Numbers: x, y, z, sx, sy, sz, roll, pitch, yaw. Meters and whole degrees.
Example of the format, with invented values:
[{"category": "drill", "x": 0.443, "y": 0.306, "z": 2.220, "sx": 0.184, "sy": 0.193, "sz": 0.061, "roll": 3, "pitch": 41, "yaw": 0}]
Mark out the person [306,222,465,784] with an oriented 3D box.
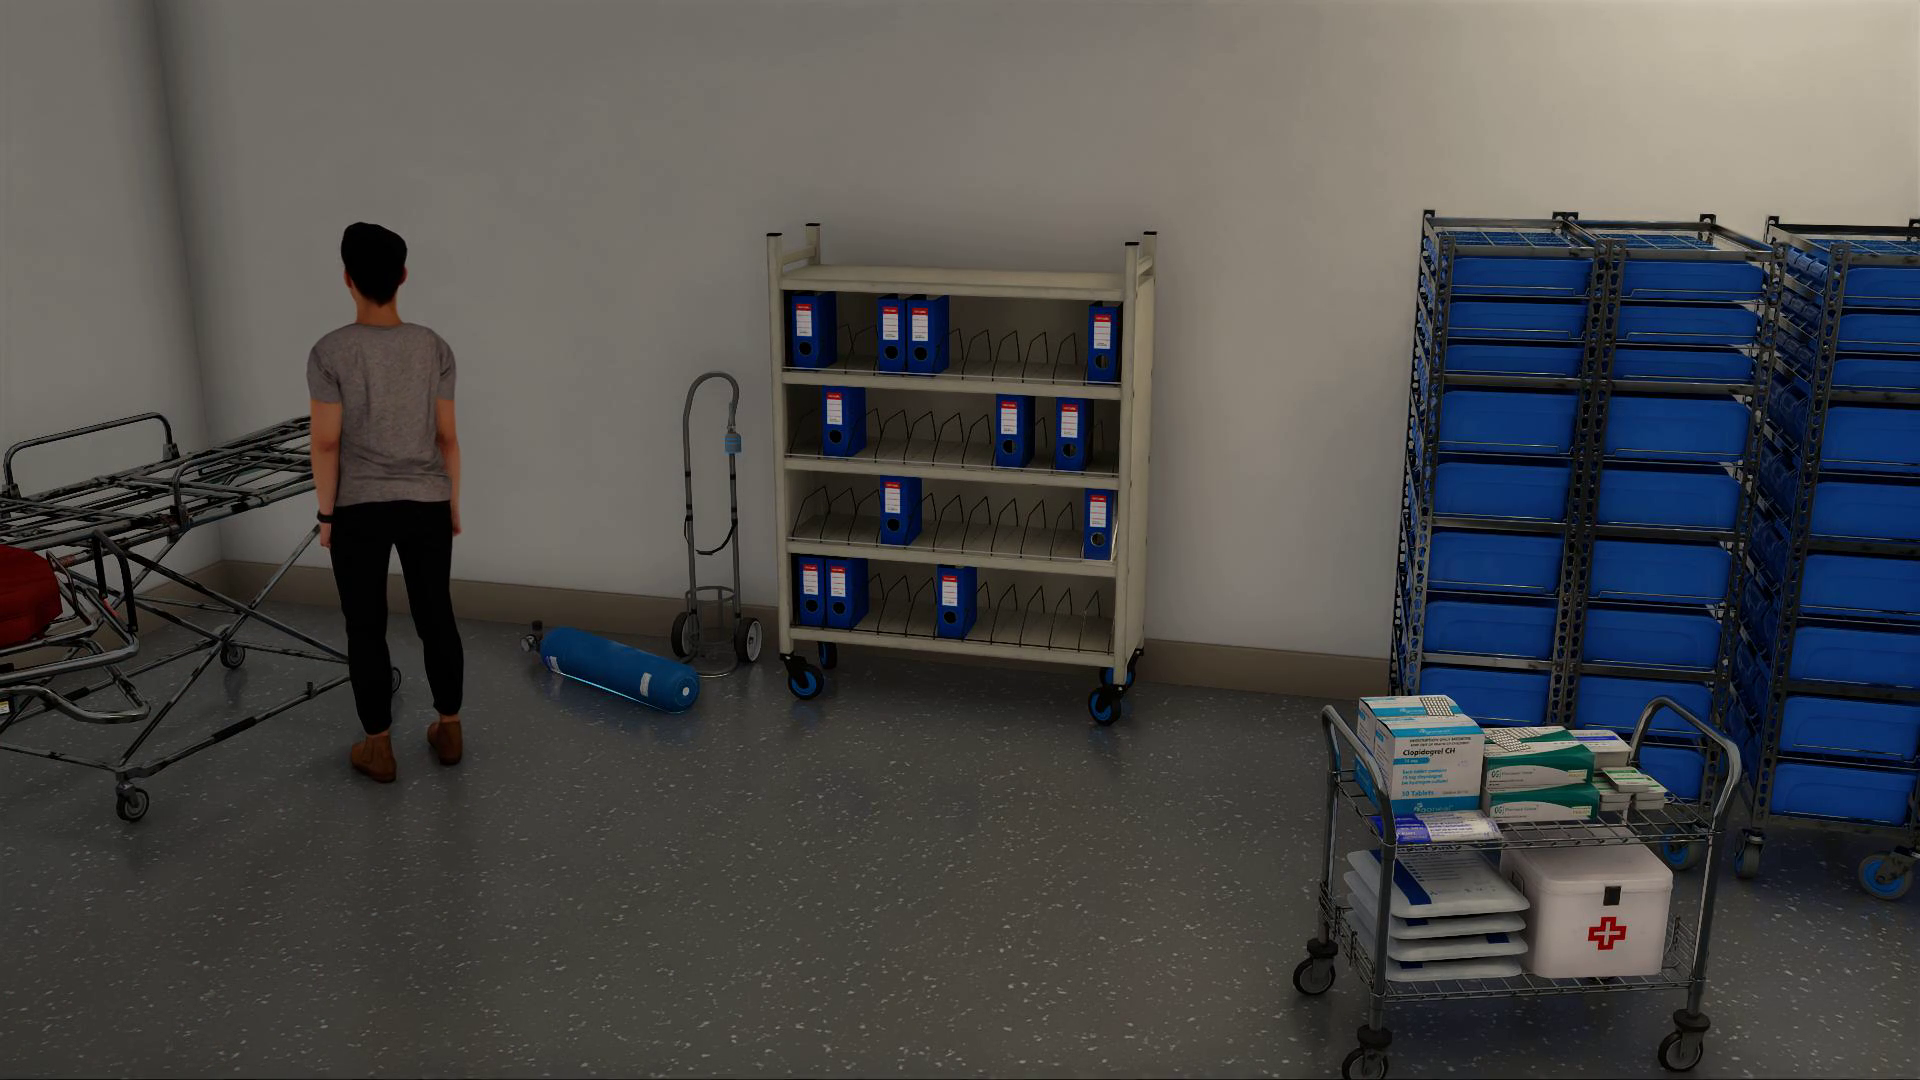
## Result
[{"category": "person", "x": -1.768, "y": -0.115, "z": 5.159, "sx": 0.670, "sy": 1.721, "sz": 0.739, "roll": -10, "pitch": 19, "yaw": -31}]
